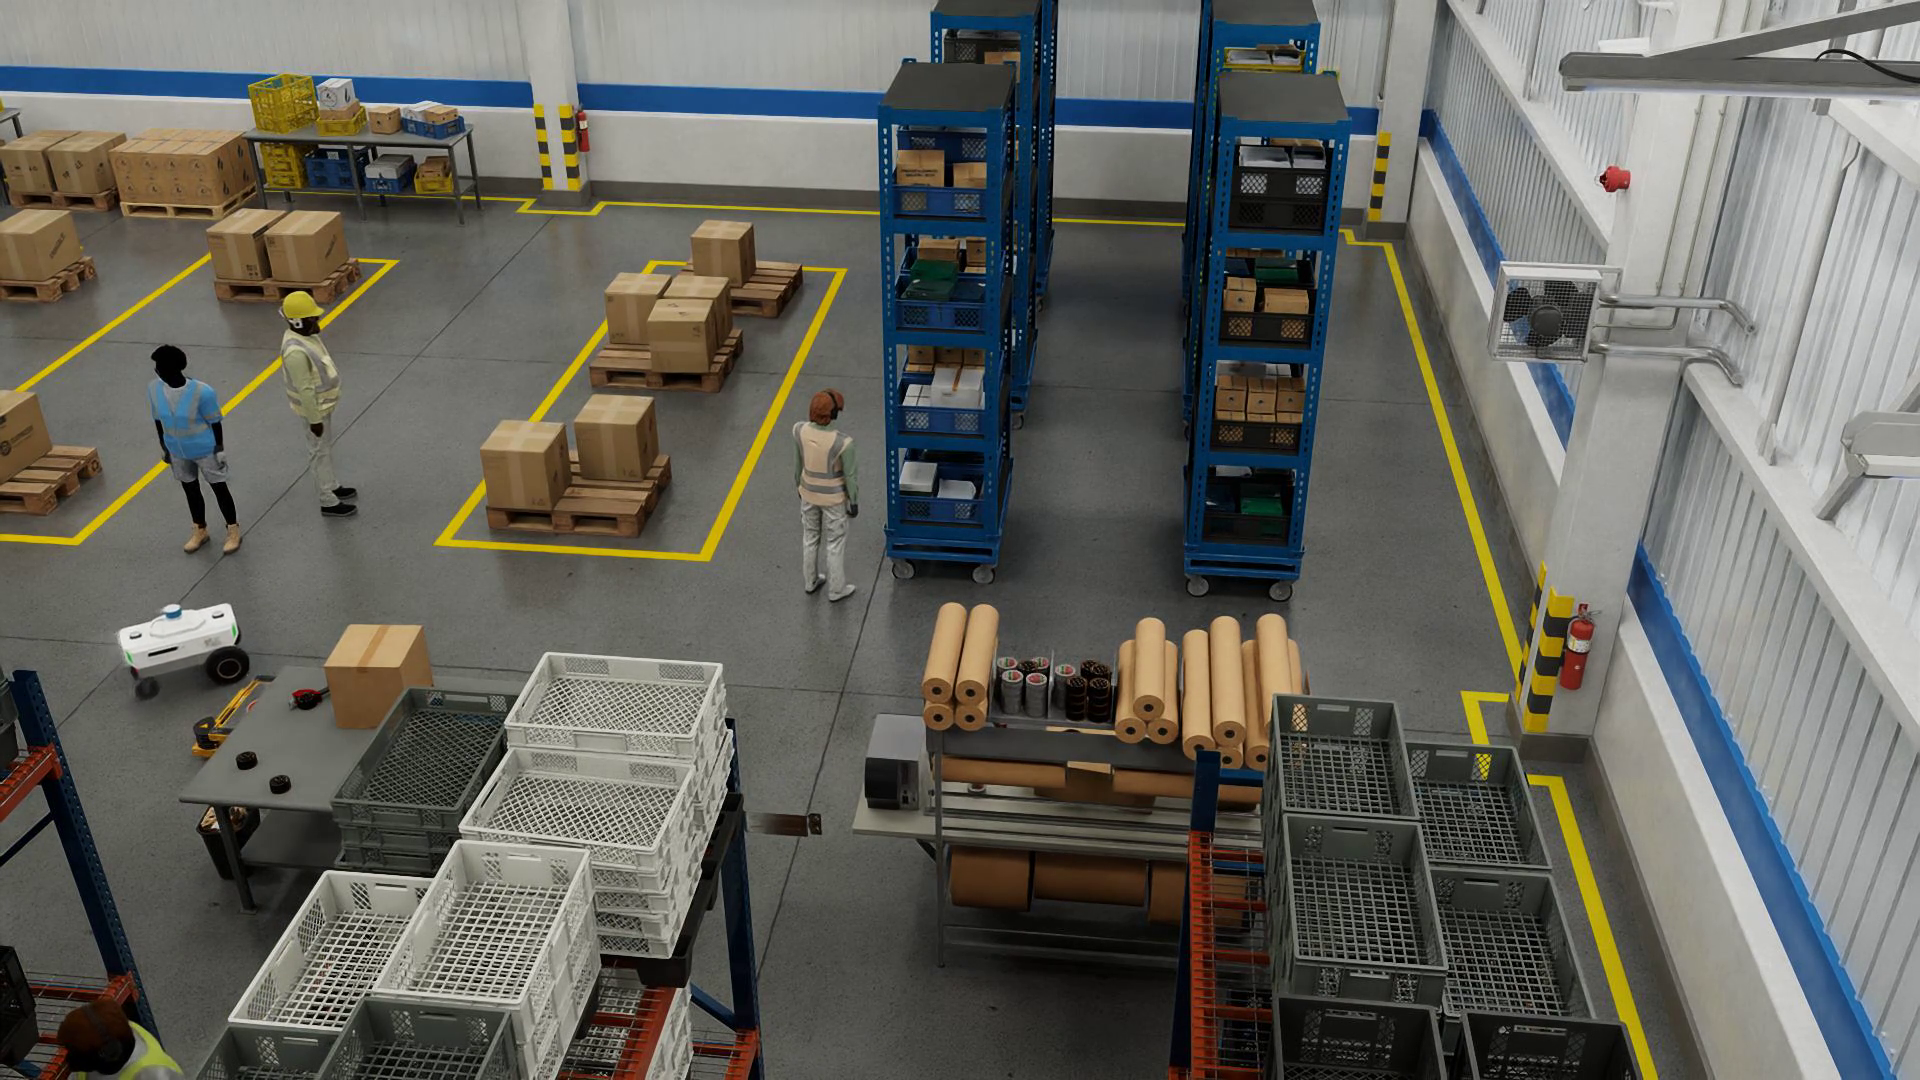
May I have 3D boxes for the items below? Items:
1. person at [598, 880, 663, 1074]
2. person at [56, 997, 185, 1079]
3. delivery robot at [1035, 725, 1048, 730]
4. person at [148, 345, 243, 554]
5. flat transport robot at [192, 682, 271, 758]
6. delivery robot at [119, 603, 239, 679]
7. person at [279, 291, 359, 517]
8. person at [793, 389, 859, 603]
[{"bbox_3d":[-1.691,1.788,7.939,0.630,1.932,0.363,-4,30,-7],"label":"person"},{"bbox_3d":[-3.271,2.546,6.724,0.633,1.839,0.429,25,38,36],"label":"person"},{"bbox_3d":[0.748,1.147,10.306,0.477,0.478,0.707,-14,33,-22],"label":"delivery robot"},{"bbox_3d":[-5.717,-0.677,12.402,0.530,1.695,0.321,3,30,6],"label":"person"},{"bbox_3d":[-4.089,1.163,10.648,1.431,0.197,0.652,3,30,6],"label":"flat transport robot"},{"bbox_3d":[-5.226,0.659,11.145,0.707,0.478,0.477,-16,34,-25],"label":"delivery robot"},{"bbox_3d":[-4.999,-1.070,12.942,0.403,1.832,0.593,-8,31,-13],"label":"person"},{"bbox_3d":[-0.951,-0.309,11.833,0.524,1.630,0.323,15,34,25],"label":"person"}]
